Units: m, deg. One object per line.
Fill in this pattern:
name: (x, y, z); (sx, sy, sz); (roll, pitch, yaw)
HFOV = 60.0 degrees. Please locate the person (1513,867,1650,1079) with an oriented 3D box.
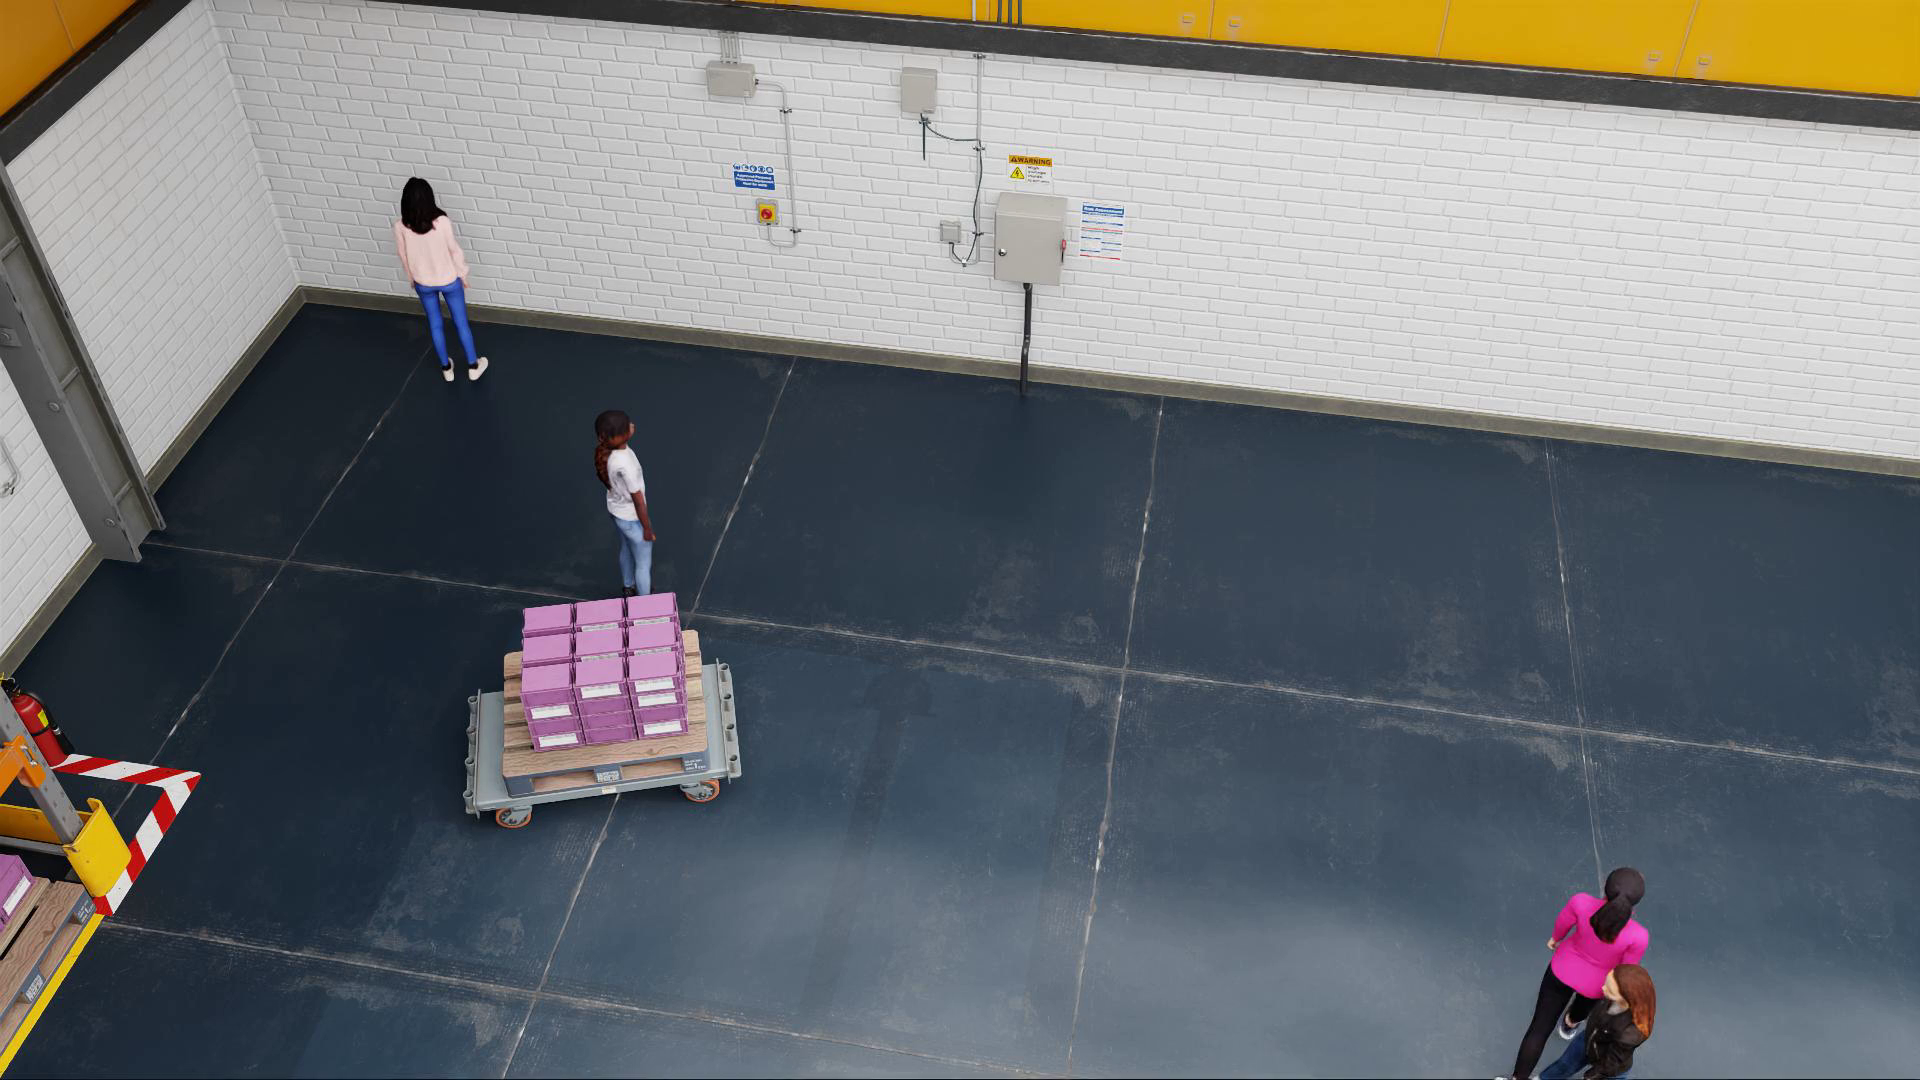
person: (3.105, 2.282, 8.423); (0.918, 1.658, 1.191); (27, 50, 25)

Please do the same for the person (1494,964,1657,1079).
person: (3.305, 2.555, 8.294); (0.675, 1.440, 0.837); (8, 44, 8)

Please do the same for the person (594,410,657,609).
person: (-2.175, -0.171, 10.953); (0.713, 1.719, 0.646); (-25, 49, -24)

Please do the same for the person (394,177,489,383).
person: (-4.032, -1.992, 12.829); (0.694, 1.768, 0.616); (-1, 44, -2)
